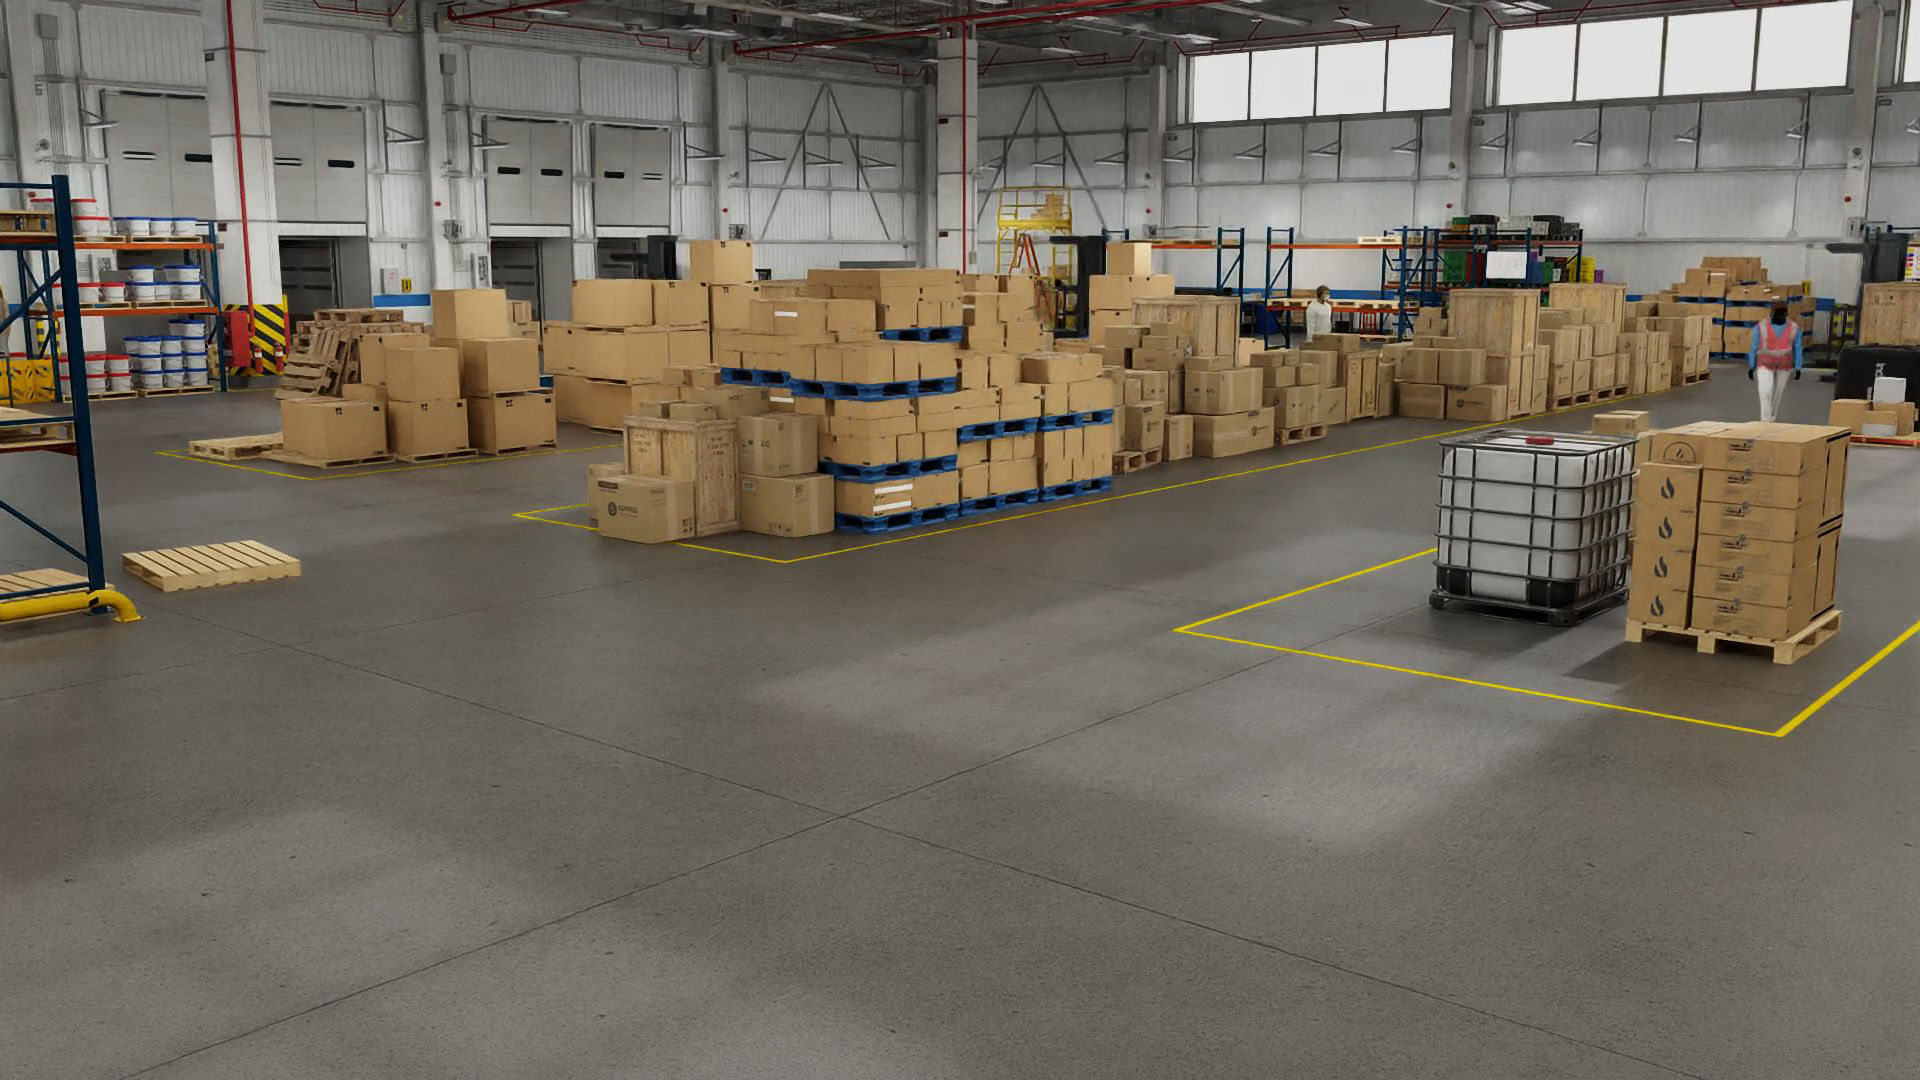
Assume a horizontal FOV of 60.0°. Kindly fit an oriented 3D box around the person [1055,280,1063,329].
[{"bbox_3d":[2.734,-6.465,46.567,0.316,1.695,0.541,-1,10,-4],"label":"person"}]

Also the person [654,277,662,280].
[{"bbox_3d":[-6.515,-4.725,36.009,0.640,1.928,0.369,-5,11,-24],"label":"person"}]

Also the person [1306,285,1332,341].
[{"bbox_3d":[6.106,-3.372,28.316,0.379,1.930,0.624,9,13,42],"label":"person"}]

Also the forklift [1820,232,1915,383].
[{"bbox_3d":[17.230,-4.291,30.821,1.873,2.768,1.129,8,13,40],"label":"forklift"}]

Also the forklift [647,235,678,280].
[{"bbox_3d":[-6.576,-5.380,37.025,1.873,2.768,1.129,3,10,15],"label":"forklift"}]

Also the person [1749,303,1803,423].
[{"bbox_3d":[11.302,-2.378,23.030,0.652,1.789,0.947,3,10,15],"label":"person"}]

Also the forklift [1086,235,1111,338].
[{"bbox_3d":[3.160,-5.590,38.221,1.873,2.768,1.129,2,10,14],"label":"forklift"}]

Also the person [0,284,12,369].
[{"bbox_3d":[-18.197,-3.937,31.515,0.366,1.926,0.594,-4,11,-19],"label":"person"}]

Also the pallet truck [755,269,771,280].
[{"bbox_3d":[-4.996,-6.432,45.525,1.885,1.965,0.823,-6,12,-32],"label":"pallet truck"}]
